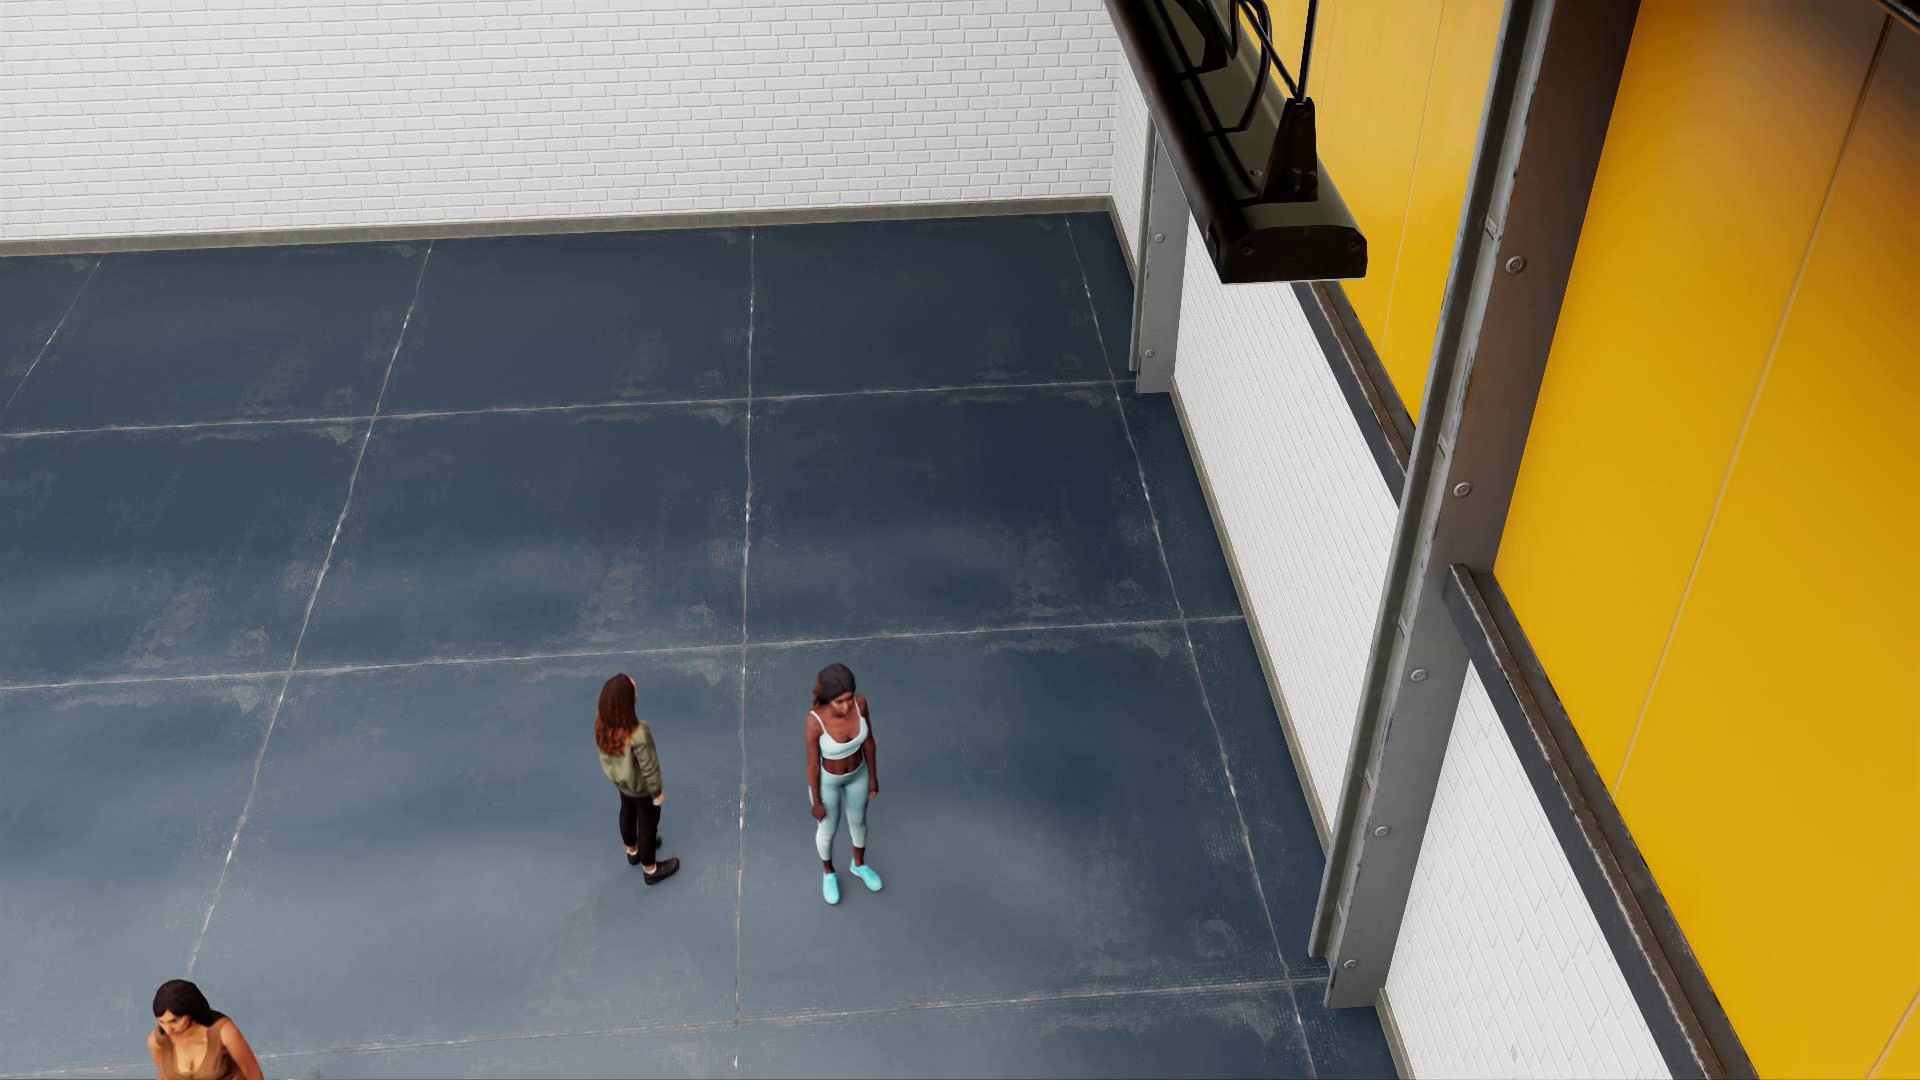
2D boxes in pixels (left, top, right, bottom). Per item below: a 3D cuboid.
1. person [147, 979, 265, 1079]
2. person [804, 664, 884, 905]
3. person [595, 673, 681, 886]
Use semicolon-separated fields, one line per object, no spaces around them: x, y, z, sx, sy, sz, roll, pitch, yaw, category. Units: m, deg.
-3.353;2.517;7.620;0.586;1.676;0.757;-1;39;-1;person
-0.655;1.312;9.091;0.643;1.724;0.656;-20;43;-23;person
-1.816;1.330;9.265;0.725;1.478;0.643;-31;48;-33;person
